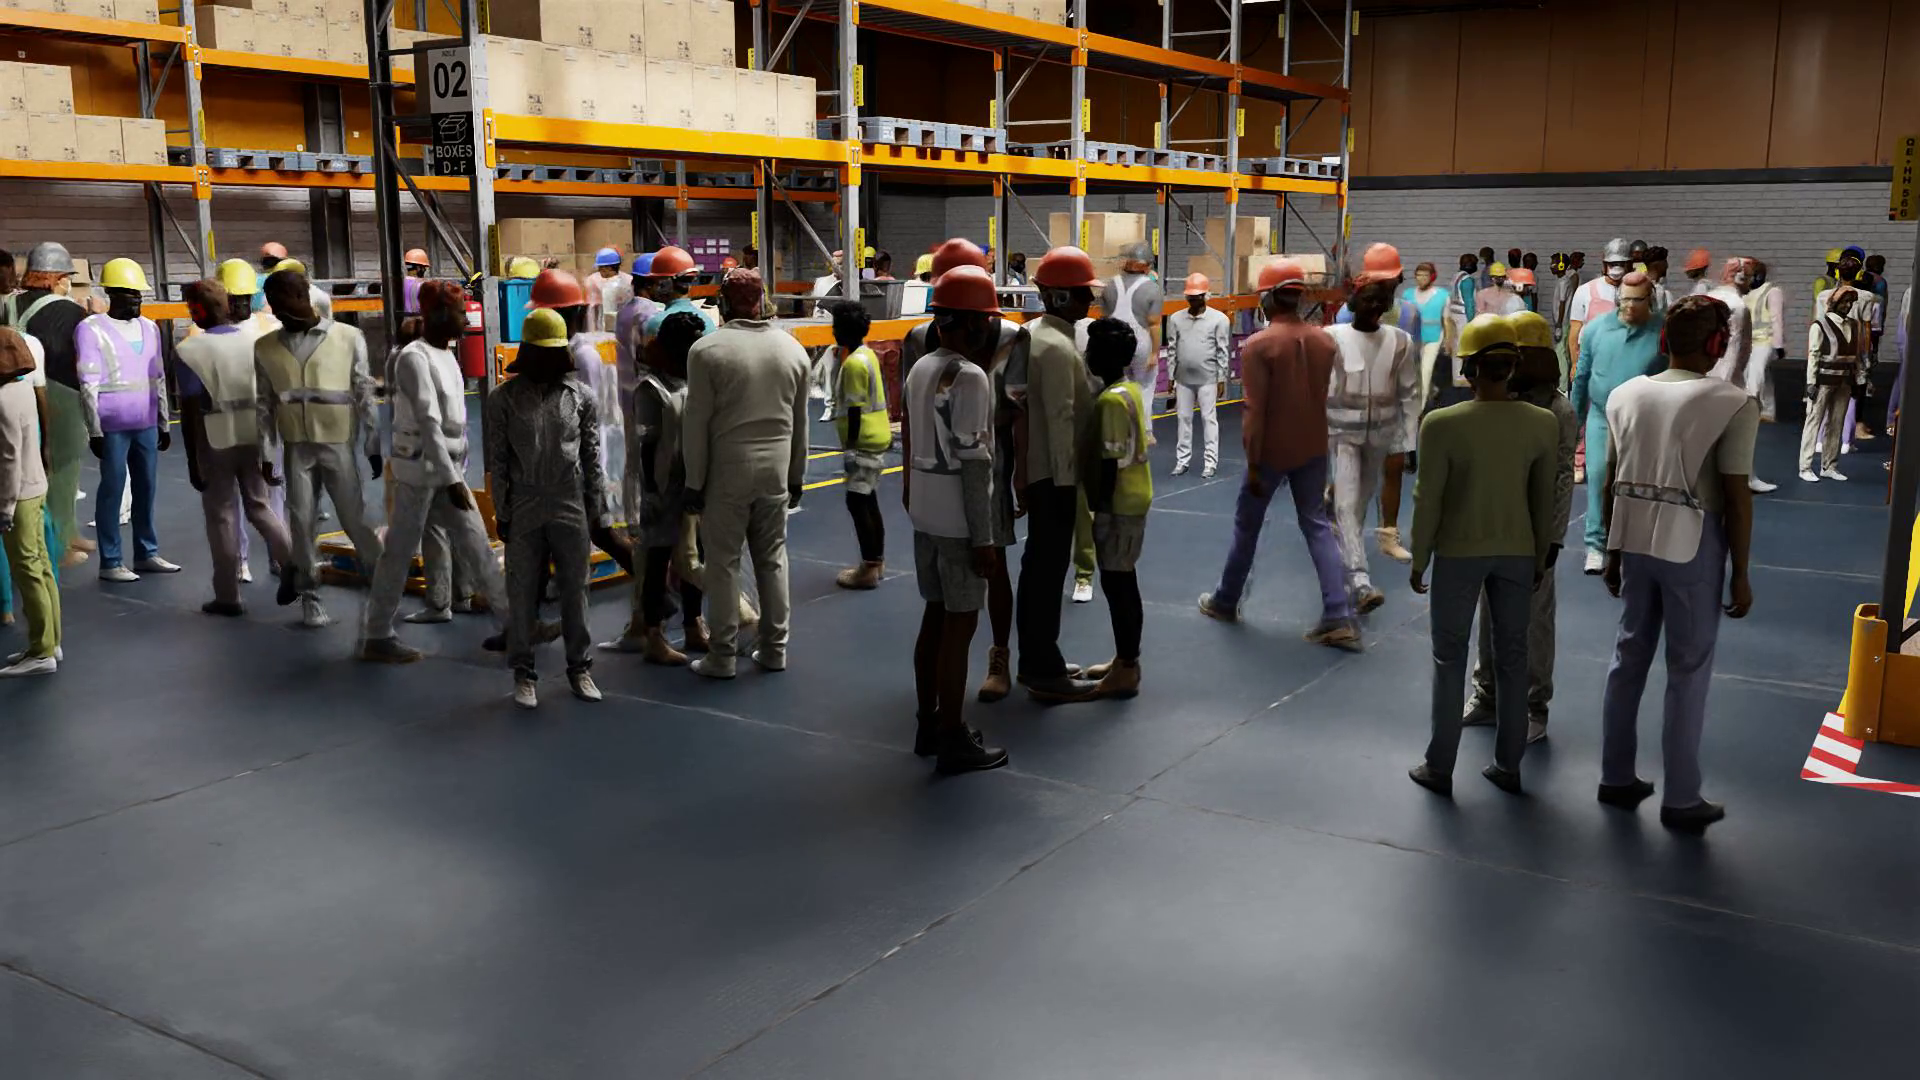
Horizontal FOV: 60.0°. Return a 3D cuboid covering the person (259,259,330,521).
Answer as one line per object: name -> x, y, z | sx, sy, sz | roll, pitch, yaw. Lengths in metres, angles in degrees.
person -> -4.694, -1.053, 11.888 | 0.679, 1.882, 0.459 | 4, 11, 22

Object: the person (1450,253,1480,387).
person -> 6.996, -3.040, 23.044 | 0.428, 1.840, 0.636 | 1, 10, 5

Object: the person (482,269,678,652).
person -> -1.899, -0.407, 8.335 | 0.993, 1.896, 0.543 | -7, 12, -35

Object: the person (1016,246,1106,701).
person -> 0.436, -0.297, 7.403 | 0.395, 1.994, 0.612 | -1, 10, -5

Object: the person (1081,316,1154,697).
person -> 0.699, -0.150, 7.439 | 0.322, 1.688, 0.540 | 2, 10, 11

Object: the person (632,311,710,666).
person -> -1.345, -0.250, 7.992 | 0.320, 1.694, 0.534 | 7, 12, 34

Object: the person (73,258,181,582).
person -> -4.945, -0.709, 9.913 | 0.391, 1.918, 0.591 | 4, 11, 21

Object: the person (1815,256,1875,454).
person -> 8.387, -1.756, 15.835 | 0.537, 1.869, 0.314 | 6, 12, 31

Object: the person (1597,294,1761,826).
person -> 2.471, 0.073, 5.797 | 0.385, 1.837, 0.563 | -6, 12, -29

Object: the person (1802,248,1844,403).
person -> 10.760, -2.642, 20.613 | 0.588, 1.918, 0.390 | -9, 13, -40

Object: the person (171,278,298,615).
person -> -3.842, -0.474, 8.858 | 0.630, 1.822, 0.567 | 7, 13, 35

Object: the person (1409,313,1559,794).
person -> 1.900, 0.059, 6.089 | 0.525, 1.760, 0.341 | -1, 10, -4

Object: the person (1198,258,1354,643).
person -> 1.675, -0.460, 8.489 | 0.606, 1.940, 1.059 | -5, 11, -25

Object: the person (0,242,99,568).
person -> -5.583, -0.859, 10.390 | 0.700, 2.000, 0.722 | 5, 11, 25

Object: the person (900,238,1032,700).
person -> 0.018, -0.301, 7.349 | 0.611, 2.030, 0.410 | 3, 11, 18

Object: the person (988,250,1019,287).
person -> 0.516, -2.755, 21.265 | 0.590, 1.912, 0.397 | 6, 12, 32

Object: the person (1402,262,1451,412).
person -> 5.261, -2.224, 18.658 | 0.595, 1.798, 0.839 | 9, 14, 41

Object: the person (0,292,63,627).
person -> -5.035, -0.459, 8.746 | 0.349, 1.839, 0.505 | 7, 12, 33

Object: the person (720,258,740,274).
person -> -3.481, -3.419, 25.369 | 0.333, 1.749, 0.575 | -1, 10, -7

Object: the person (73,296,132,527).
person -> -6.072, -0.911, 11.818 | 0.315, 1.635, 0.518 | -2, 11, -13

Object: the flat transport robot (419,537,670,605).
flat transport robot -> -2.379, 0.146, 9.725 | 0.652, 0.197, 1.431 | 6, 12, 30

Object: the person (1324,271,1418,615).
person -> 2.211, -0.522, 9.043 | 0.591, 1.840, 0.959 | -1, 10, -7

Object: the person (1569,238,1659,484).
person -> 5.385, -1.464, 13.741 | 0.683, 2.000, 0.537 | 3, 11, 17

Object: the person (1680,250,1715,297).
person -> 8.350, -2.305, 18.840 | 0.385, 1.895, 0.687 | 7, 12, 34

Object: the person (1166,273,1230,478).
person -> 2.017, -1.404, 14.233 | 0.566, 1.744, 0.350 | 6, 12, 31

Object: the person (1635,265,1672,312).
person -> 8.184, -2.399, 19.765 | 0.567, 1.726, 0.372 | 6, 12, 30

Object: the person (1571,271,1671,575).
person -> 4.132, -0.744, 10.320 | 0.674, 1.845, 0.980 | 5, 12, 28

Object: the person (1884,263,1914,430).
person -> 10.122, -2.066, 17.661 | 0.334, 1.838, 0.509 | 8, 13, 37

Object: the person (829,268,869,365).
person -> -1.129, -2.183, 18.104 | 0.604, 1.906, 0.399 | -5, 11, -24

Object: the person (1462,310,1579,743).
person -> 2.236, -0.049, 6.726 | 0.296, 1.744, 0.484 | -6, 12, -30

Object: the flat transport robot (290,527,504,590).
flat transport robot -> -3.400, 0.092, 10.027 | 1.431, 0.197, 0.652 | 6, 12, 30
